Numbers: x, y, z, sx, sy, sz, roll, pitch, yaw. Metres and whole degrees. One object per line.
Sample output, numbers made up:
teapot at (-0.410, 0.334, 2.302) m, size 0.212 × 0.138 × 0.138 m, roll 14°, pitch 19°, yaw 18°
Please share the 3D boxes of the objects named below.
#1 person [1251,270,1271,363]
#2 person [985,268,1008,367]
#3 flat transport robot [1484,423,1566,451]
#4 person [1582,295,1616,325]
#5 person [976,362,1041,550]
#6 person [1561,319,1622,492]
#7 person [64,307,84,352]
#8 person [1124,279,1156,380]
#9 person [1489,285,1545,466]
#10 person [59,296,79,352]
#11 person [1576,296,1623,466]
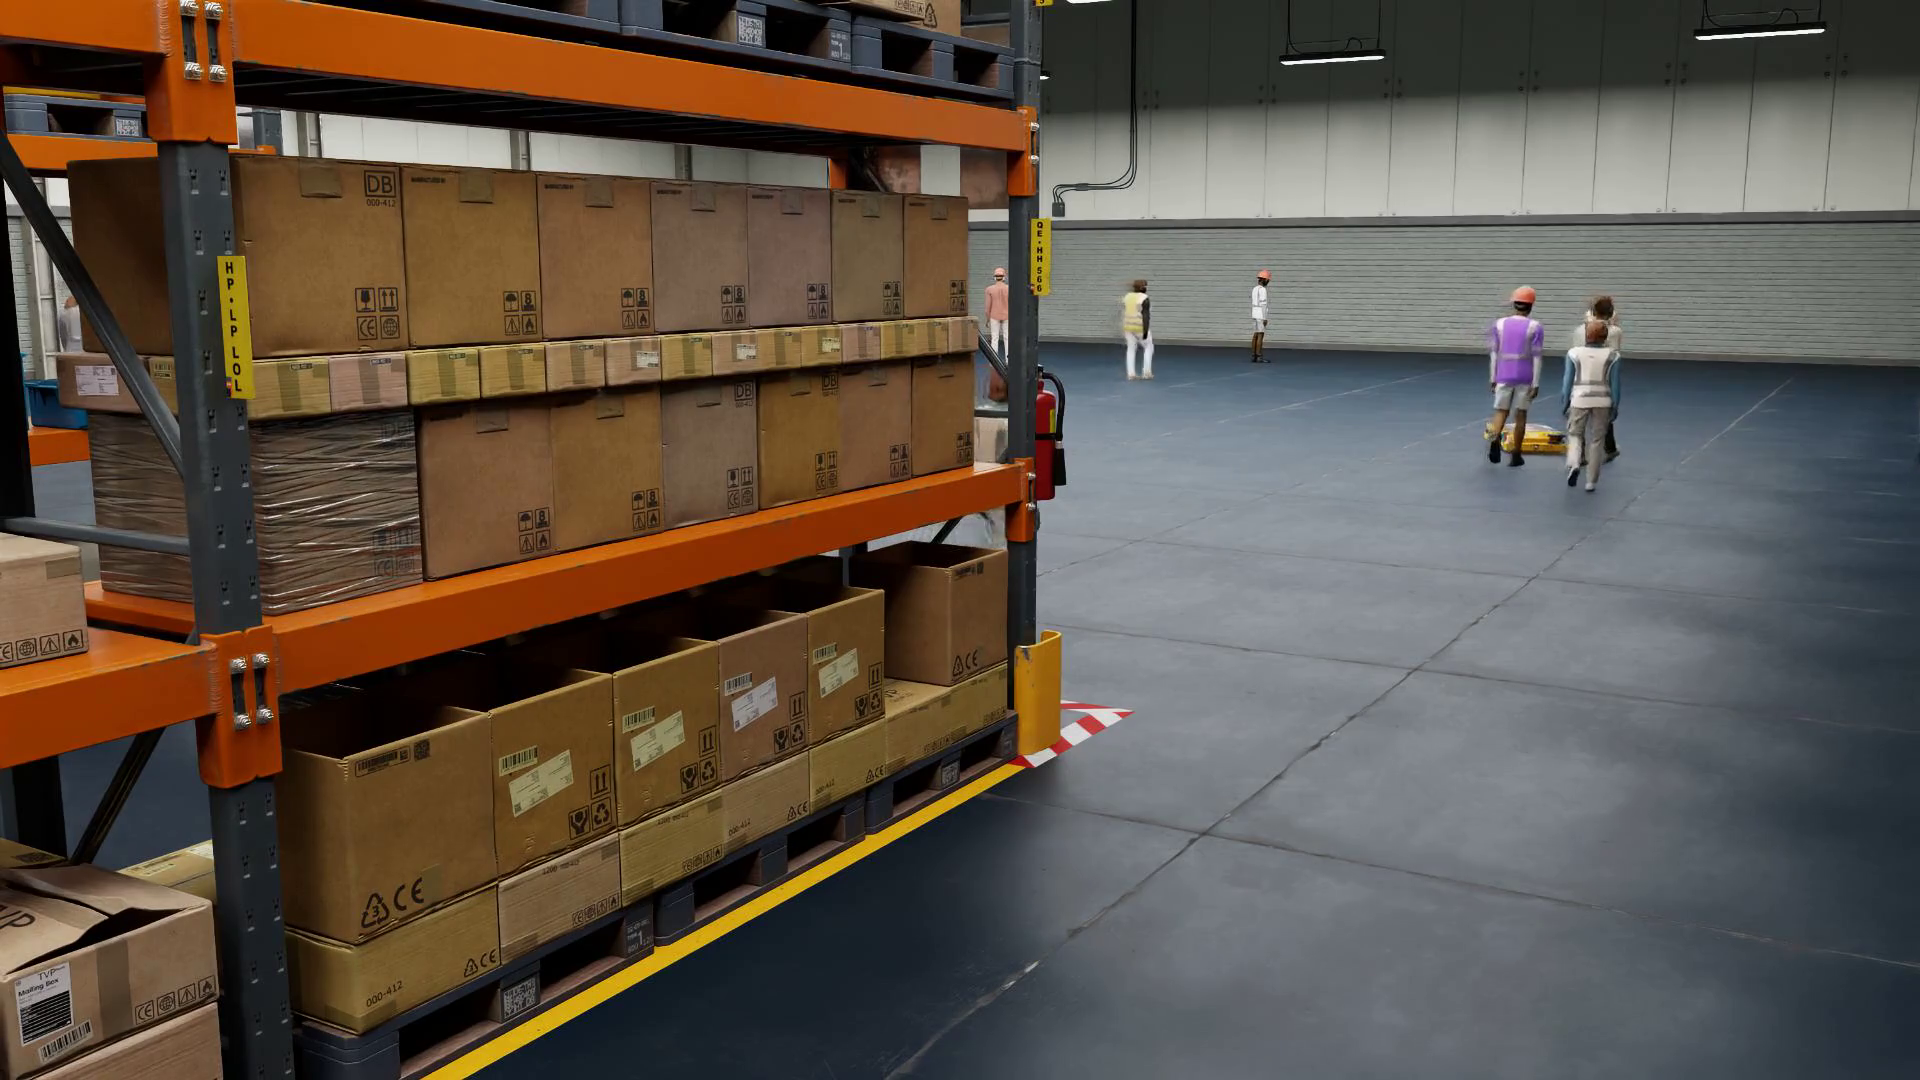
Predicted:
person at (6.296, -4.657, 34.735) m, size 0.374 × 1.927 × 0.542 m, roll -2°, pitch 10°, yaw -12°
person at (0.810, -4.462, 33.424) m, size 0.611 × 1.985 × 0.393 m, roll -1°, pitch 10°, yaw -4°
flat transport robot at (6.584, -1.214, 19.423) m, size 0.652 × 0.197 × 1.431 m, roll 1°, pitch 10°, yaw 7°
person at (10.213, -3.129, 26.743) m, size 0.518 × 1.607 × 0.800 m, roll 9°, pitch 13°, yaw 41°
person at (0.276, -0.199, 9.493) m, size 0.371 × 1.625 × 0.548 m, roll -5°, pitch 11°, yaw -26°
person at (5.954, -1.259, 15.694) m, size 0.532 × 1.631 × 0.418 m, roll 4°, pitch 11°, yaw 23°
person at (-11.197, -2.369, 21.408) m, size 0.602 × 1.914 × 1.029 m, roll 0°, pitch 10°, yaw 3°
person at (3.277, -3.792, 29.997) m, size 0.635 × 1.824 × 0.629 m, roll -8°, pitch 13°, yaw -39°
person at (5.832, -1.709, 17.497) m, size 0.569 × 1.926 × 0.604 m, roll 7°, pitch 12°, yaw 35°
person at (-13.346, -2.875, 25.156) m, size 0.498 × 1.634 × 0.278 m, roll 2°, pitch 10°, yaw 9°
person at (6.845, -1.710, 17.843) m, size 0.535 × 1.793 × 0.953 m, roll 8°, pitch 13°, yaw 40°
